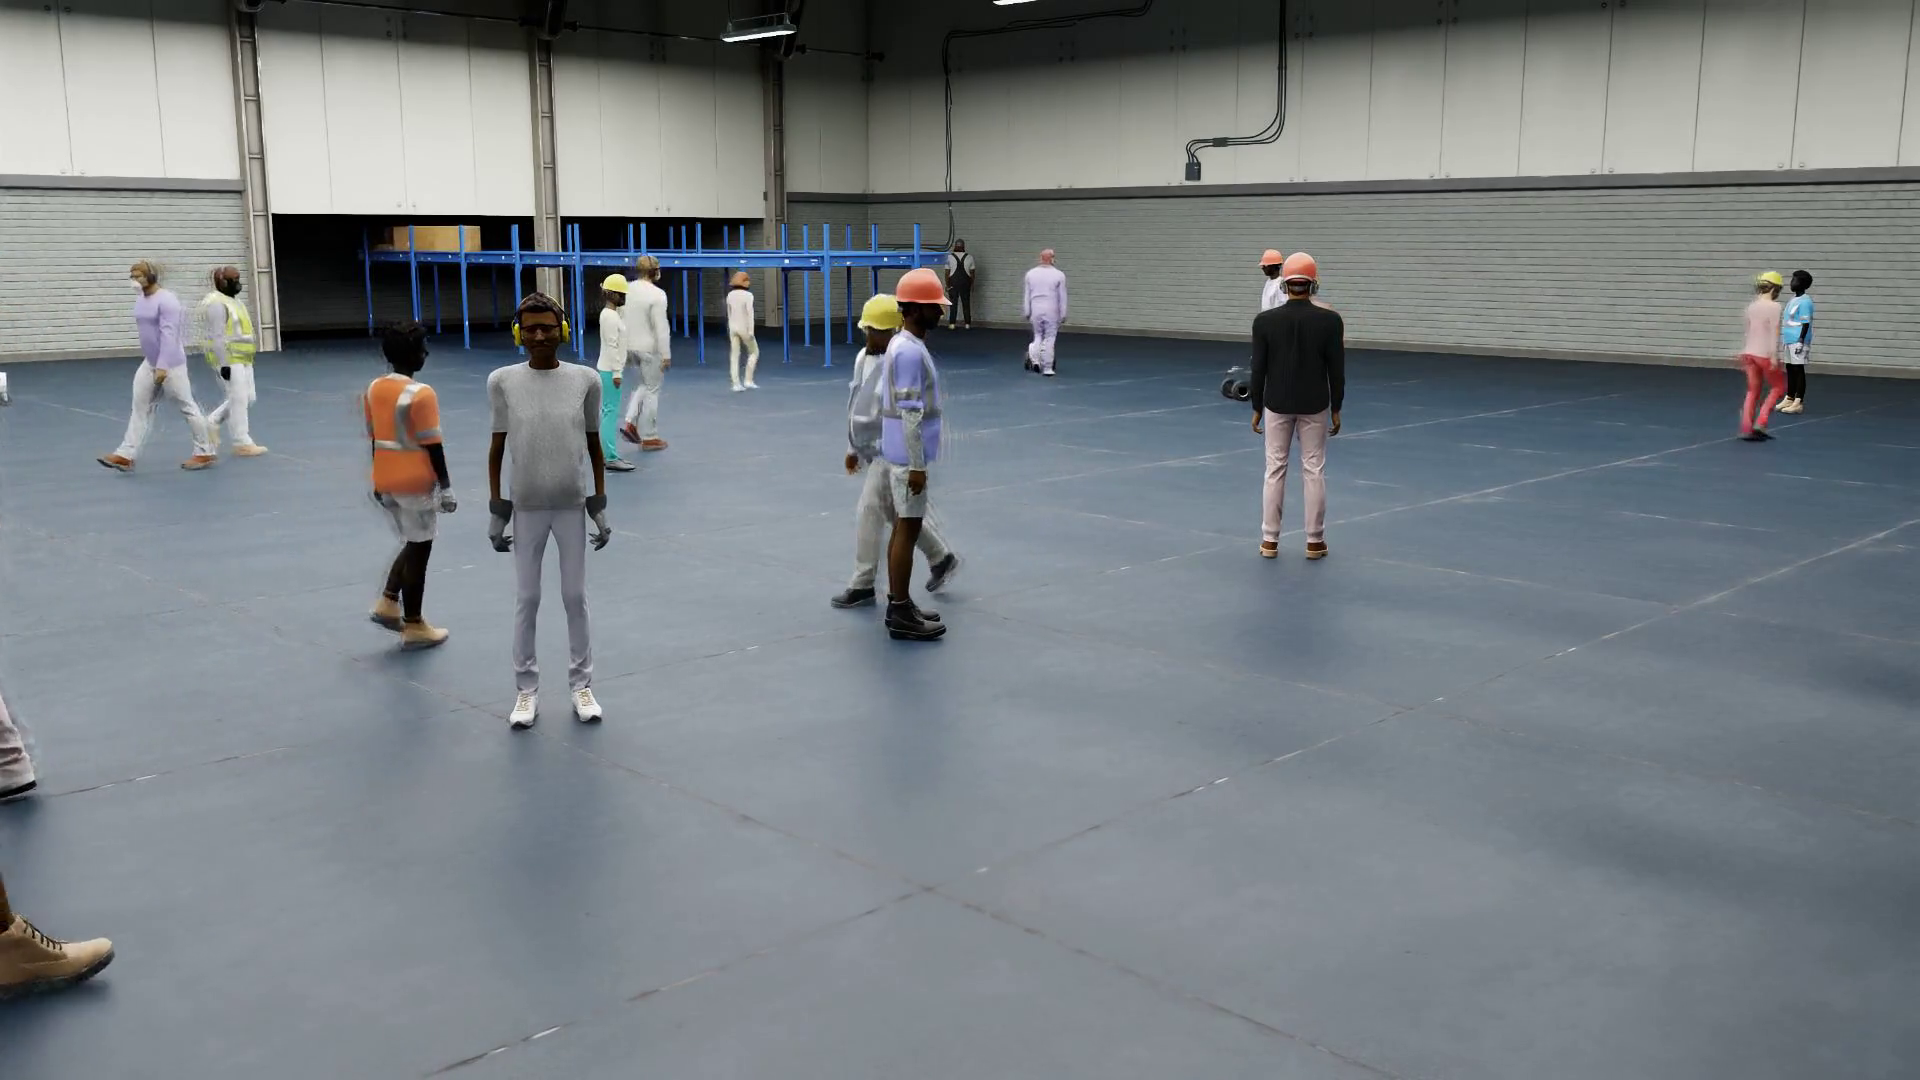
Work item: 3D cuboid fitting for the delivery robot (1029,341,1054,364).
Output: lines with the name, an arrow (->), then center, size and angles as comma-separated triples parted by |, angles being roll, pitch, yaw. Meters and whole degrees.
delivery robot -> 1.279, -2.975, 26.168 | 0.477, 0.478, 0.707 | 0, 10, -2

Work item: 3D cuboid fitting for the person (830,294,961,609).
person -> -0.354, -0.529, 9.622 | 0.847, 1.797, 0.586 | -5, 12, -27

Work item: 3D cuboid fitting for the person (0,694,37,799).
person -> -3.878, 0.118, 5.893 | 1.006, 1.847, 0.670 | -9, 14, -41

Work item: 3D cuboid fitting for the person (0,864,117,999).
person -> -2.948, 0.321, 4.411 | 1.021, 2.005, 0.627 | -6, 12, -30

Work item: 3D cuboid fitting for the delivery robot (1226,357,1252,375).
delivery robot -> 3.817, -2.267, 21.594 | 0.699, 0.223, 0.335 | -2, 11, -11

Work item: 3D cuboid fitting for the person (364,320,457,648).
person -> -2.804, -0.283, 8.532 | 0.542, 1.680, 0.368 | 9, 14, 42

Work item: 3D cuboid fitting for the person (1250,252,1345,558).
person -> 2.215, -0.880, 10.947 | 0.611, 1.997, 0.375 | 2, 11, 13

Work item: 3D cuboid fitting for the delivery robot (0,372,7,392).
delivery robot -> -12.188, -1.951, 20.575 | 0.477, 0.478, 0.707 | 4, 11, 19

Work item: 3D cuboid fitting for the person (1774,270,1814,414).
person -> 9.993, -2.372, 19.892 | 0.318, 1.700, 0.535 | 1, 10, 6

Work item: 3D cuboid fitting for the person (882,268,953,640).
person -> -0.225, -0.461, 8.824 | 0.375, 1.935, 0.550 | -1, 10, -5

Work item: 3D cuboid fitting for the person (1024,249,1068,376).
person -> 1.321, -3.440, 25.179 | 0.678, 1.892, 0.431 | 4, 11, 23

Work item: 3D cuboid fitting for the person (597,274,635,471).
person -> -3.123, -1.519, 15.085 | 0.327, 1.760, 0.522 | -3, 11, -14

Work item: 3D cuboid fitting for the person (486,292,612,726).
person -> -1.782, -0.132, 7.217 | 0.531, 1.871, 0.322 | -3, 11, -17

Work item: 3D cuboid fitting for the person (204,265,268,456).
person -> -7.085, -1.732, 16.066 | 0.604, 1.826, 0.631 | -1, 10, -3

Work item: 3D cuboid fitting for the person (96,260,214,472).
person -> -7.203, -1.539, 14.842 | 0.655, 1.884, 1.021 | 7, 12, 32

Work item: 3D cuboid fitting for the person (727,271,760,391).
person -> -2.928, -2.838, 22.630 | 0.528, 1.612, 0.523 | 8, 13, 36

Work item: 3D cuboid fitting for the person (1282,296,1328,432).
person -> 3.644, -1.980, 17.602 | 0.527, 1.752, 0.613 | -1, 10, -3

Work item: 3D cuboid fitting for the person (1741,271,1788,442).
person -> 8.244, -1.878, 17.060 | 0.440, 1.736, 0.545 | -2, 11, -10

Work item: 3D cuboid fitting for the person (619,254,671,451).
person -> -3.082, -1.853, 16.433 | 0.654, 1.926, 0.440 | 9, 14, 40

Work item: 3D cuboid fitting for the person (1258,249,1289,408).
person -> 3.836, -2.586, 20.422 | 0.375, 1.934, 0.547 | -2, 11, -11

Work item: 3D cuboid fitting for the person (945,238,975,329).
person -> -0.020, -5.811, 37.831 | 0.690, 2.000, 0.538 | -1, 10, -7
